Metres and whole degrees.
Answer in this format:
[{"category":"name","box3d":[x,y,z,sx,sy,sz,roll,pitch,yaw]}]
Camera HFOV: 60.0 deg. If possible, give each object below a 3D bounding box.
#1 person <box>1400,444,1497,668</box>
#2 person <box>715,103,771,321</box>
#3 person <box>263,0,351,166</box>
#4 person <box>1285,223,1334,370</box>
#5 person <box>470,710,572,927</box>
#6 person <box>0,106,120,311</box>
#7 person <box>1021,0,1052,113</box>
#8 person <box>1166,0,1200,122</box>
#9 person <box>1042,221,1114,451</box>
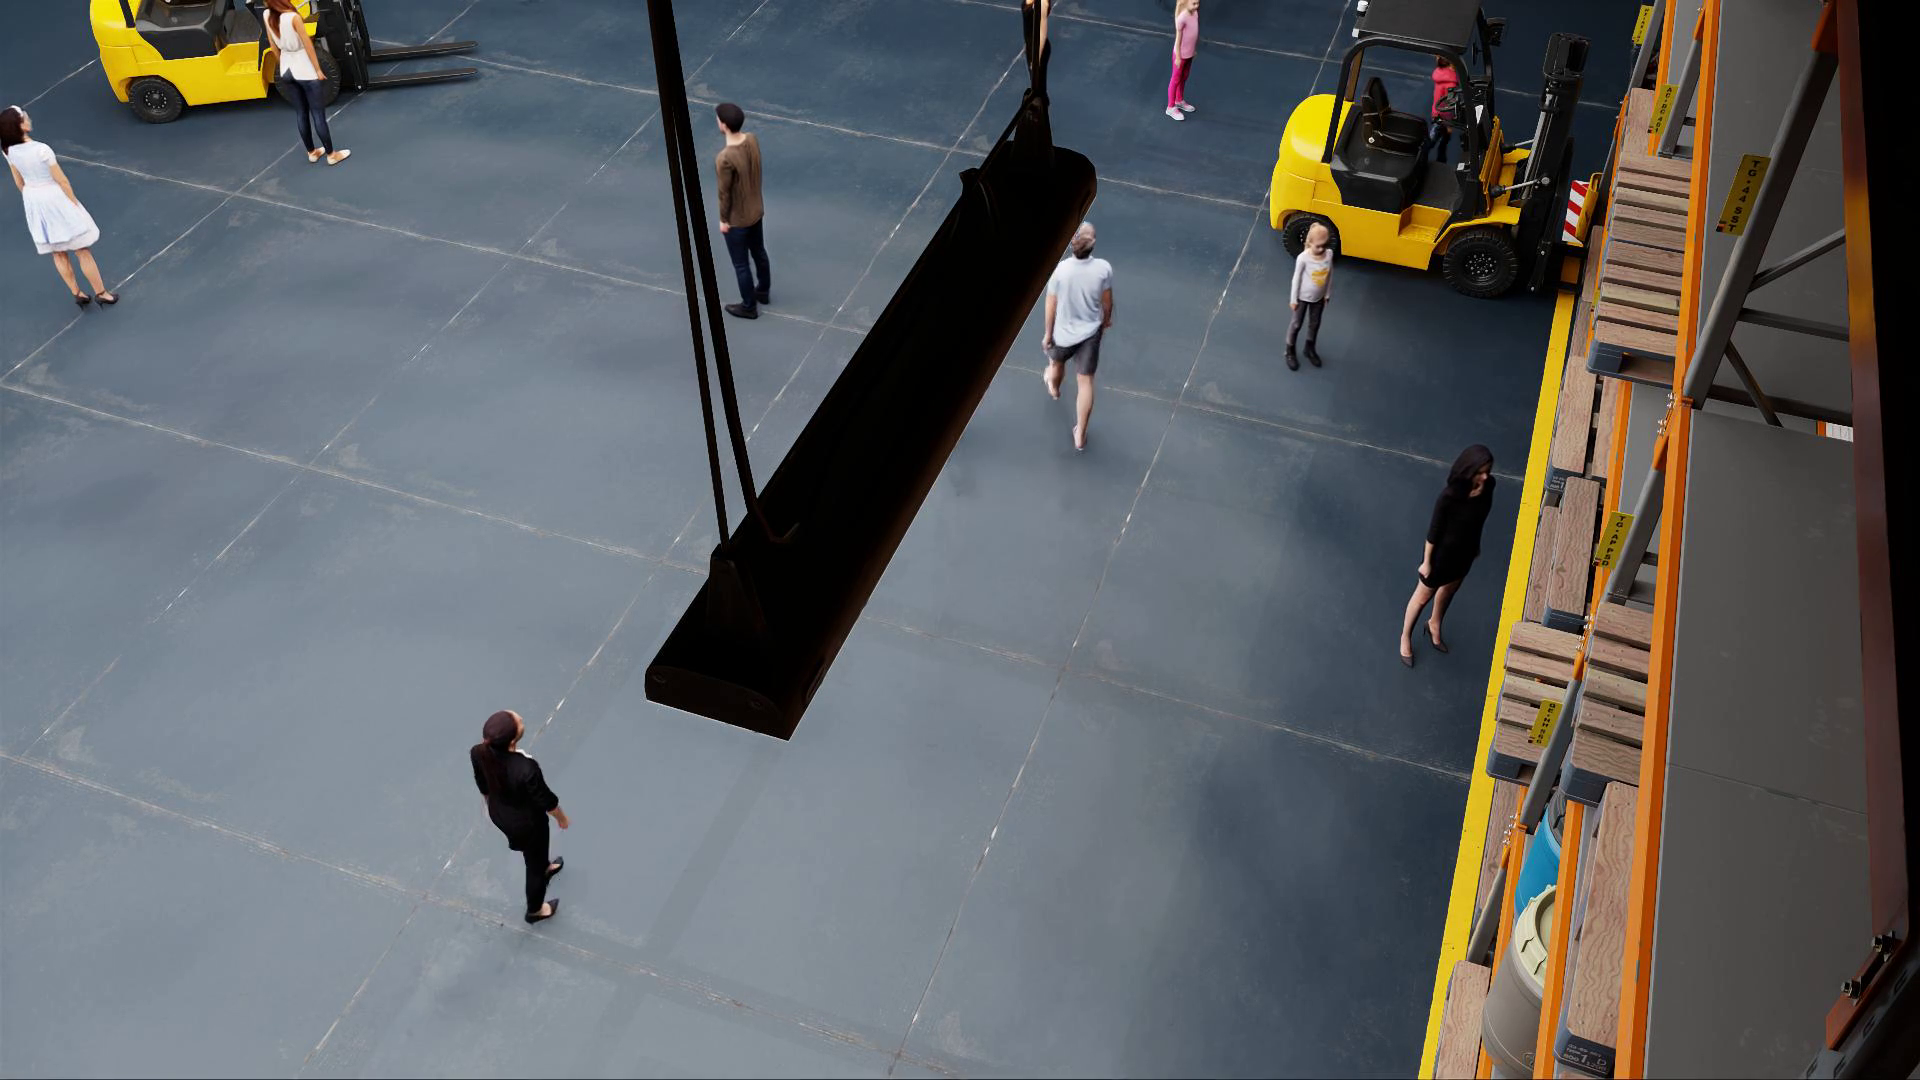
[{"category":"person","box3d":[3.120,0.090,10.587,0.654,1.803,0.717,-19,47,-18]},{"category":"person","box3d":[-1.749,-2.648,13.399,0.727,1.888,0.543,18,47,18]},{"category":"person","box3d":[-6.025,-4.255,15.163,0.588,1.782,0.509,14,45,14]},{"category":"person","box3d":[2.751,-1.940,13.099,0.591,1.276,0.642,-13,45,-14]},{"category":"person","box3d":[-2.458,1.592,9.127,0.667,1.642,0.746,21,47,20]},{"category":"person","box3d":[-7.330,-2.661,13.467,0.777,1.814,0.803,4,44,4]},{"category":"person","box3d":[0.731,-4.590,15.555,0.705,1.726,0.593,-5,44,-6]},{"category":"person","box3d":[2.150,-4.704,16.001,0.609,1.275,0.522,28,50,26]},{"category":"person","box3d":[0.863,-1.453,12.213,0.978,1.793,1.213,-3,44,-3]}]
